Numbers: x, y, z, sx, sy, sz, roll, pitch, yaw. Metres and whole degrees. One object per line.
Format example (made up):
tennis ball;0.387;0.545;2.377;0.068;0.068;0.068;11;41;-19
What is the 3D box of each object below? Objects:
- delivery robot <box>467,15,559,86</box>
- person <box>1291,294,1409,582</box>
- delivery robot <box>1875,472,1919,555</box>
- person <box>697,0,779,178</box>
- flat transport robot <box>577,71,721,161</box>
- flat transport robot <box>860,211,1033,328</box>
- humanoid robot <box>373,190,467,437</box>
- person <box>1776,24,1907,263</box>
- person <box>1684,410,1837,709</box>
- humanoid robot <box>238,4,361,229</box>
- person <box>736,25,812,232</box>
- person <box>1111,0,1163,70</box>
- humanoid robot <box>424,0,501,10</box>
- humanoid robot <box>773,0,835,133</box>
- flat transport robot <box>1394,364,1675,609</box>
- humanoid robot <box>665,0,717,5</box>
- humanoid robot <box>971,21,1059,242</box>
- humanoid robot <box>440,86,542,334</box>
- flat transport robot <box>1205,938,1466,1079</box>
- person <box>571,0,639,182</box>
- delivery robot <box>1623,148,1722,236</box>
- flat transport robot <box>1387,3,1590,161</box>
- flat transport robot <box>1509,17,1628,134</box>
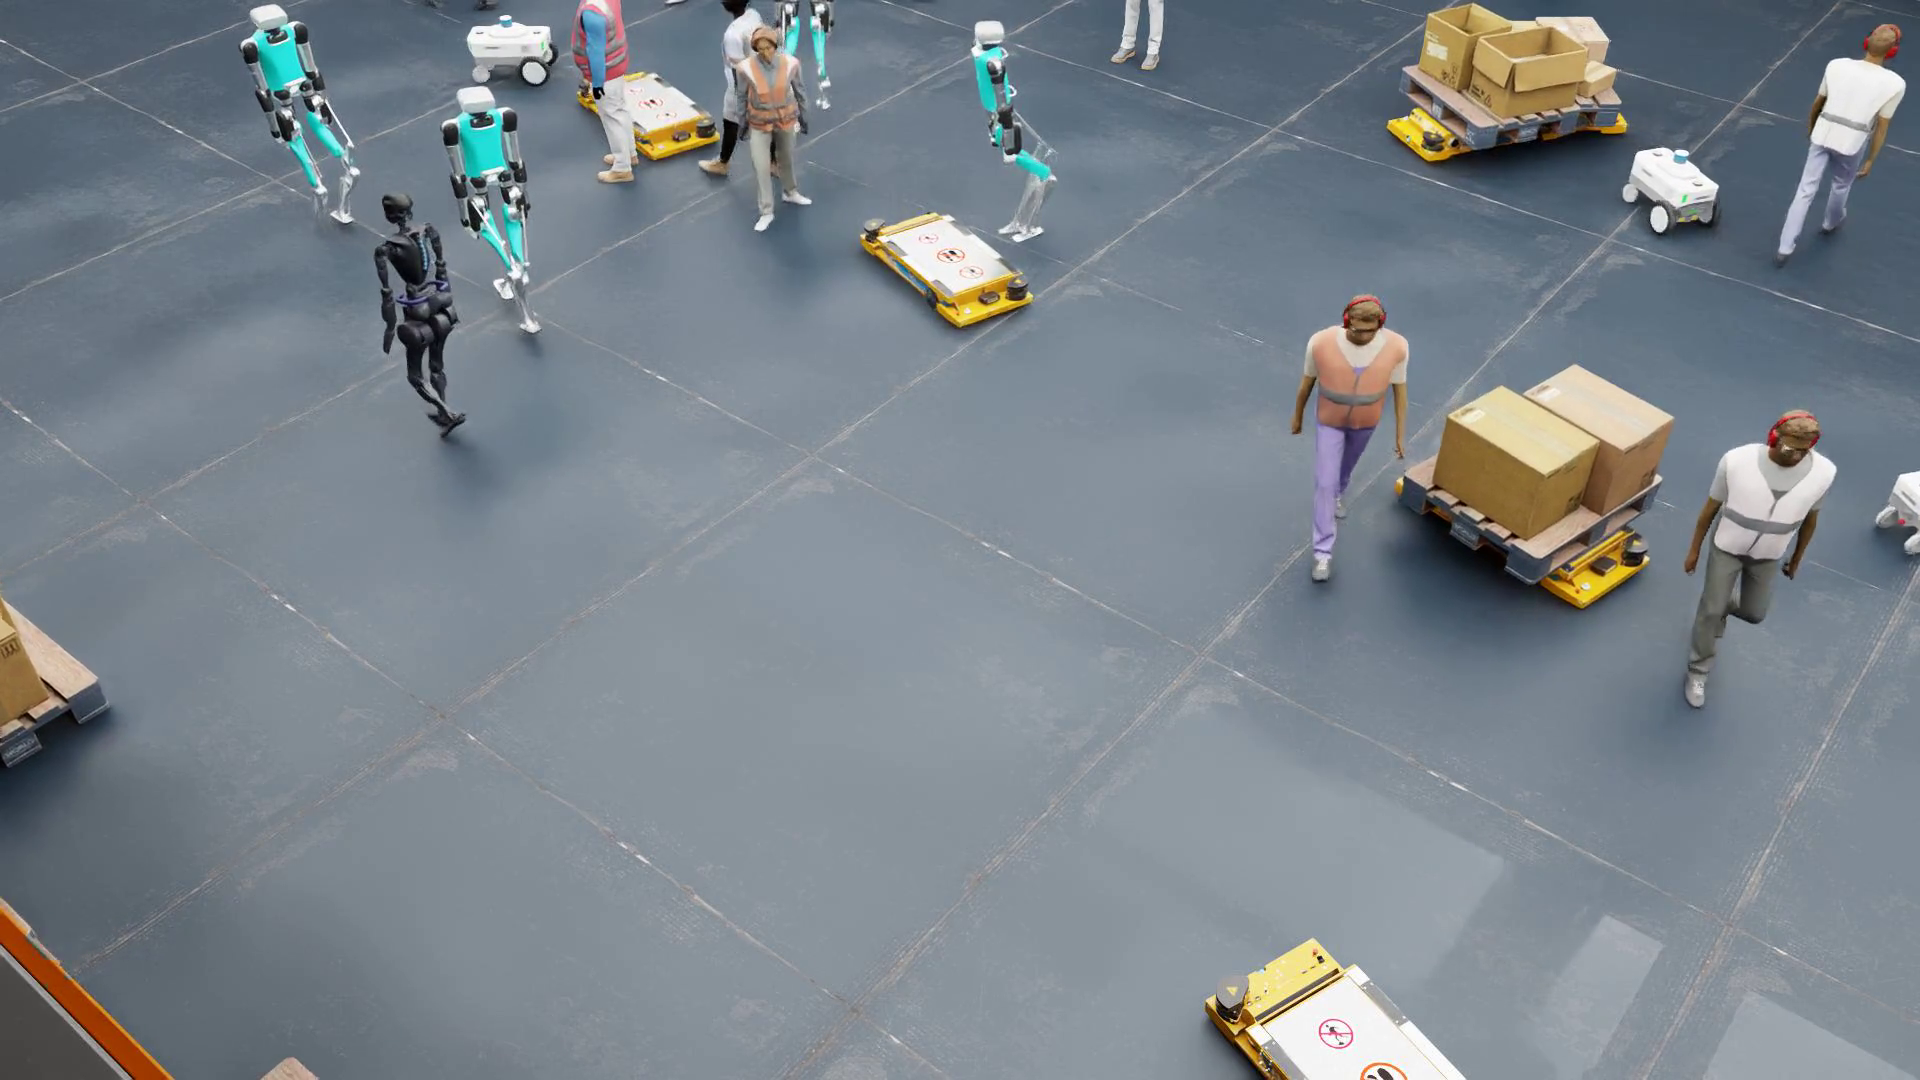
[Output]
delivery robot;-4.055;-4.451;15.106;0.814;0.611;0.499;0;40;0
person;2.279;-0.693;9.725;0.636;1.789;0.969;1;40;2
delivery robot;6.067;-0.248;10.138;0.768;0.581;0.499;-9;41;-11
person;-1.781;-3.686;13.335;0.714;1.676;0.544;15;42;16
flat transport robot;-2.721;-3.723;14.457;0.659;0.231;1.431;-25;46;-27
flat transport robot;-0.117;-2.082;12.527;0.659;0.231;1.431;-22;45;-24
humanoid robot;-3.408;-1.435;10.692;0.522;1.628;0.613;22;45;24
person;6.589;-2.984;12.411;0.577;1.795;0.948;27;47;28
person;4.173;0.035;8.834;0.591;1.823;0.677;7;41;8
humanoid robot;-4.892;-3.096;12.634;0.746;1.836;0.542;29;48;30
person;-1.434;-3.216;12.831;0.557;1.607;0.493;-10;41;-12
person;1.665;-5.179;14.925;0.580;1.882;0.352;22;45;23
humanoid robot;-4.918;-5.886;15.967;0.809;1.617;0.601;1;40;1
humanoid robot;-1.291;-4.297;14.033;0.565;1.793;0.845;-5;41;-5
flat transport robot;3.451;-0.141;10.244;0.659;0.231;1.431;-27;47;-28
humanoid robot;-2.627;-5.991;16.069;0.734;1.894;0.550;-25;46;-26
humanoid robot;0.475;-3.071;12.557;0.806;1.756;0.531;-10;41;-11
humanoid robot;-3.149;-2.228;11.587;0.551;1.748;1.048;-25;46;-26
flat transport robot;1.778;2.383;7.275;0.659;0.231;1.431;-22;45;-24
person;-2.862;-3.769;13.311;0.431;1.836;0.628;0;40;0
delivery robot;5.624;-2.792;13.132;0.499;0.583;0.774;-11;42;-13
flat transport robot;4.477;-3.576;14.284;1.431;0.231;0.659;-13;42;-15
flat transport robot;5.017;-3.773;14.517;1.431;0.231;0.659;0;40;0
